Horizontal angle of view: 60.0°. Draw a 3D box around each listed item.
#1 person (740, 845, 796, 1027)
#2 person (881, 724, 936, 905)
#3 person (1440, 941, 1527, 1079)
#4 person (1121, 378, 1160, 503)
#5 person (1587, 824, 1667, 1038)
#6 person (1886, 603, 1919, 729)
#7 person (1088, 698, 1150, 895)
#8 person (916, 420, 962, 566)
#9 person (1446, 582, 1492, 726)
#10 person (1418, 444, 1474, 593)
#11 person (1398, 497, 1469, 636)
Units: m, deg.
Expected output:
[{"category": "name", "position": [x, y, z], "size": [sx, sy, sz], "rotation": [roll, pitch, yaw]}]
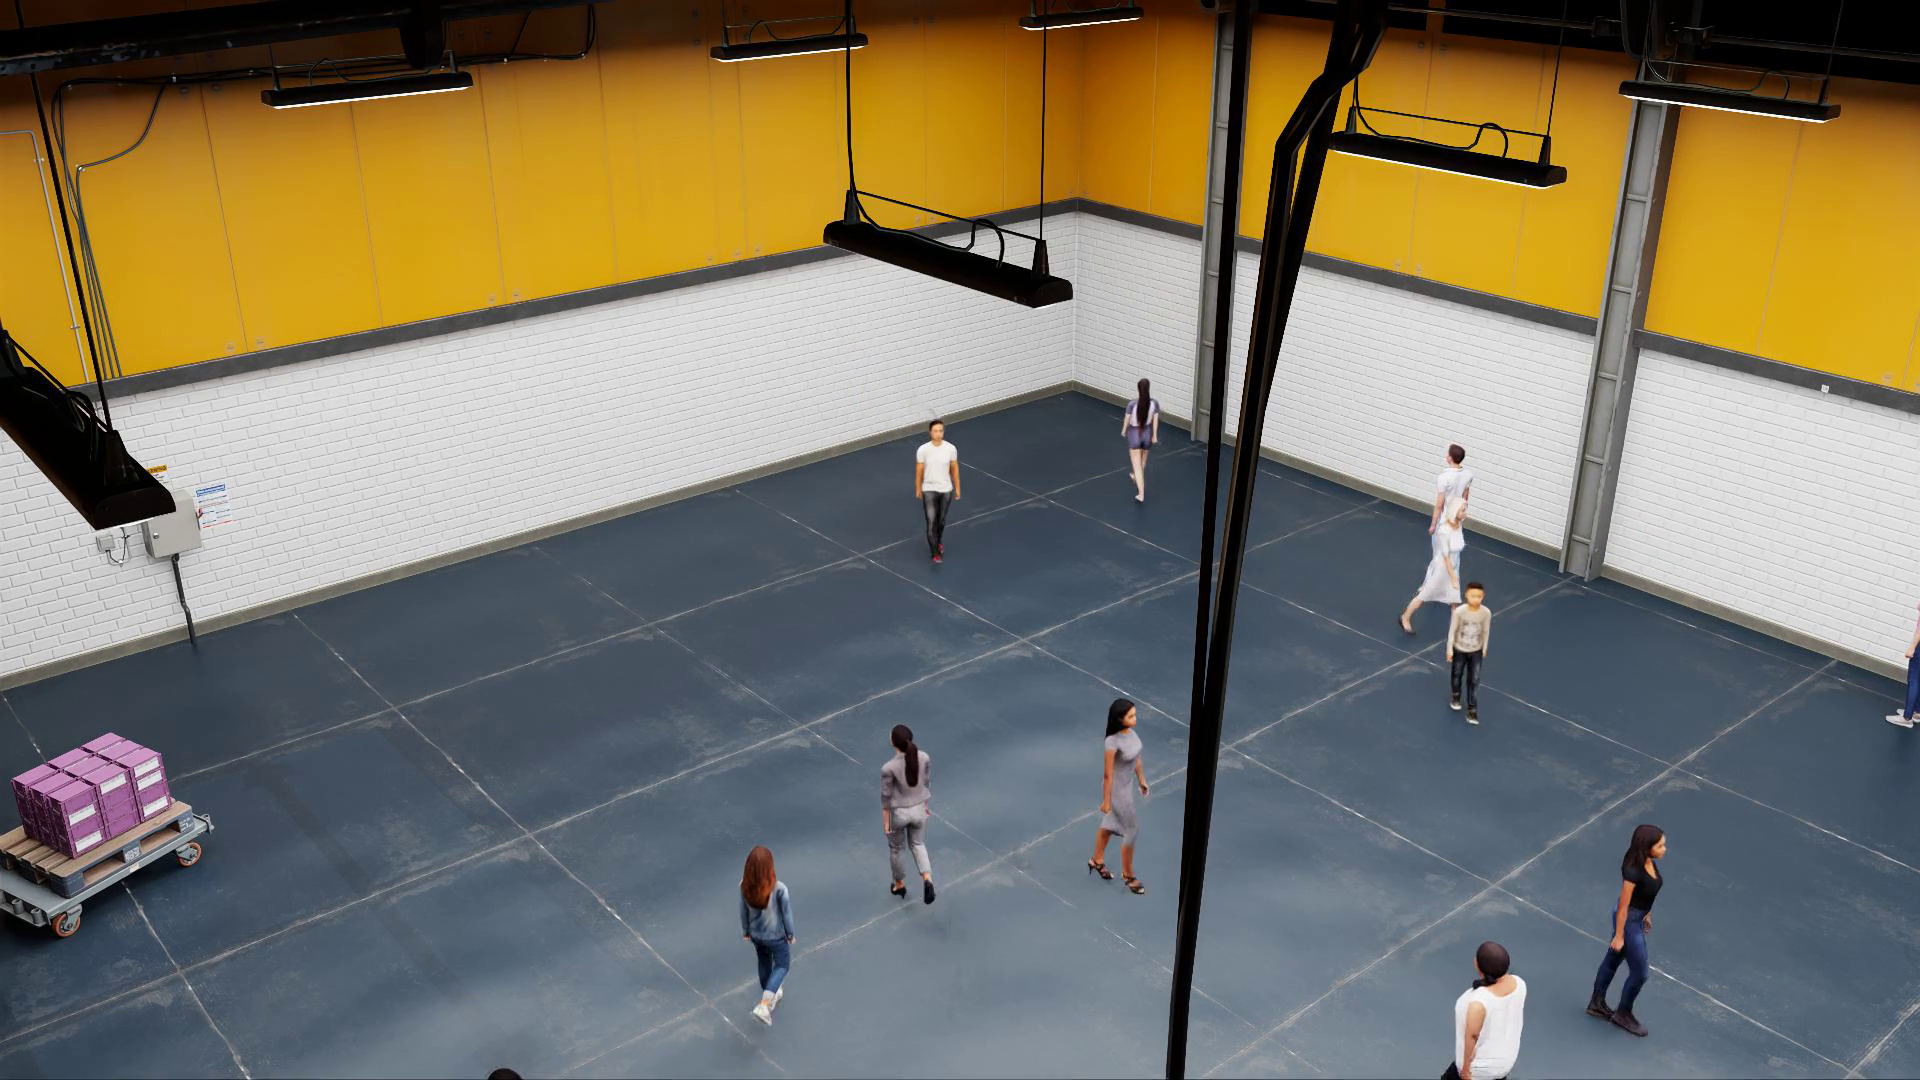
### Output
[{"category": "person", "position": [-1.449, 2.953, 12.331], "size": [0.816, 1.467, 0.831], "rotation": [8, 25, 18]}, {"category": "person", "position": [-0.402, 2.295, 13.593], "size": [0.712, 1.662, 0.885], "rotation": [-12, 26, -25]}, {"category": "person", "position": [3.496, 3.427, 10.997], "size": [0.762, 1.668, 0.891], "rotation": [-13, 27, -27]}, {"category": "person", "position": [2.390, -1.285, 21.851], "size": [0.855, 1.609, 1.096], "rotation": [-7, 25, -15]}, {"category": "person", "position": [4.851, 2.823, 12.303], "size": [0.766, 1.728, 0.688], "rotation": [15, 28, 31]}, {"category": "person", "position": [9.524, 1.023, 16.402], "size": [0.581, 1.742, 0.527], "rotation": [-16, 28, -32]}, {"category": "person", "position": [1.238, 2.098, 13.918], "size": [0.889, 1.763, 0.780], "rotation": [10, 26, 22]}, {"category": "person", "position": [-0.292, -0.632, 20.159], "size": [0.958, 1.766, 1.178], "rotation": [-6, 24, -13]}, {"category": "person", "position": [5.077, 1.066, 16.685], "size": [0.927, 1.438, 0.971], "rotation": [3, 24, 6]}, {"category": "person", "position": [5.617, -0.225, 19.121], "size": [0.682, 1.851, 0.597], "rotation": [-13, 27, -27]}, {"category": "person", "position": [5.137, 0.346, 18.008], "size": [0.581, 1.698, 1.125], "rotation": [-21, 31, -39]}]
